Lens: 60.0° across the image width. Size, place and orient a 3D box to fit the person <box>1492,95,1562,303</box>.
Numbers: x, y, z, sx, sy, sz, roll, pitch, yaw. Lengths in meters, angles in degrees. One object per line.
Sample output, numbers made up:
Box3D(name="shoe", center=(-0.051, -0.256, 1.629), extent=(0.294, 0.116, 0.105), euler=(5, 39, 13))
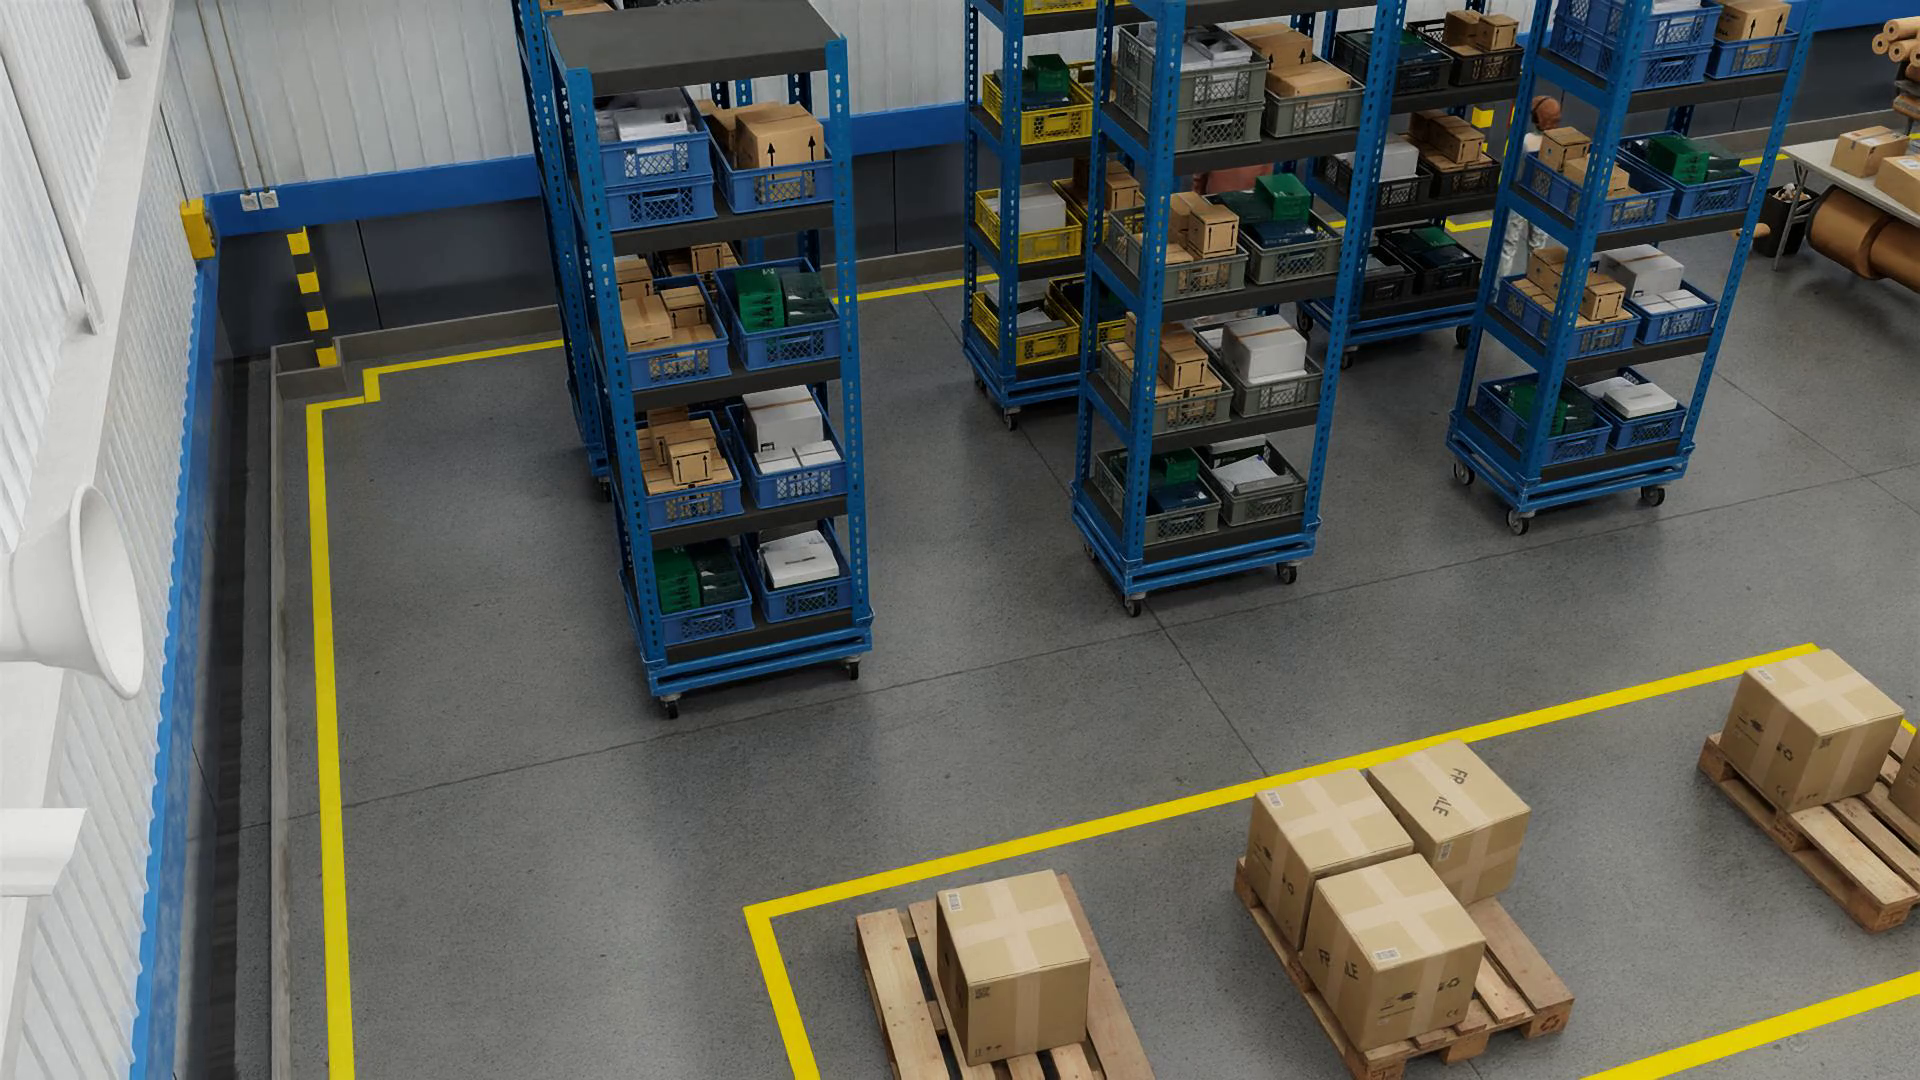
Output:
Box3D(name="person", center=(4.249, -2.503, 12.408), extent=(0.515, 1.632, 0.311), euler=(-2, 35, -4))

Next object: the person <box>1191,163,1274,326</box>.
Box3D(name="person", center=(1.881, -2.194, 11.671), extent=(0.609, 1.984, 0.415), euler=(16, 38, 22))
